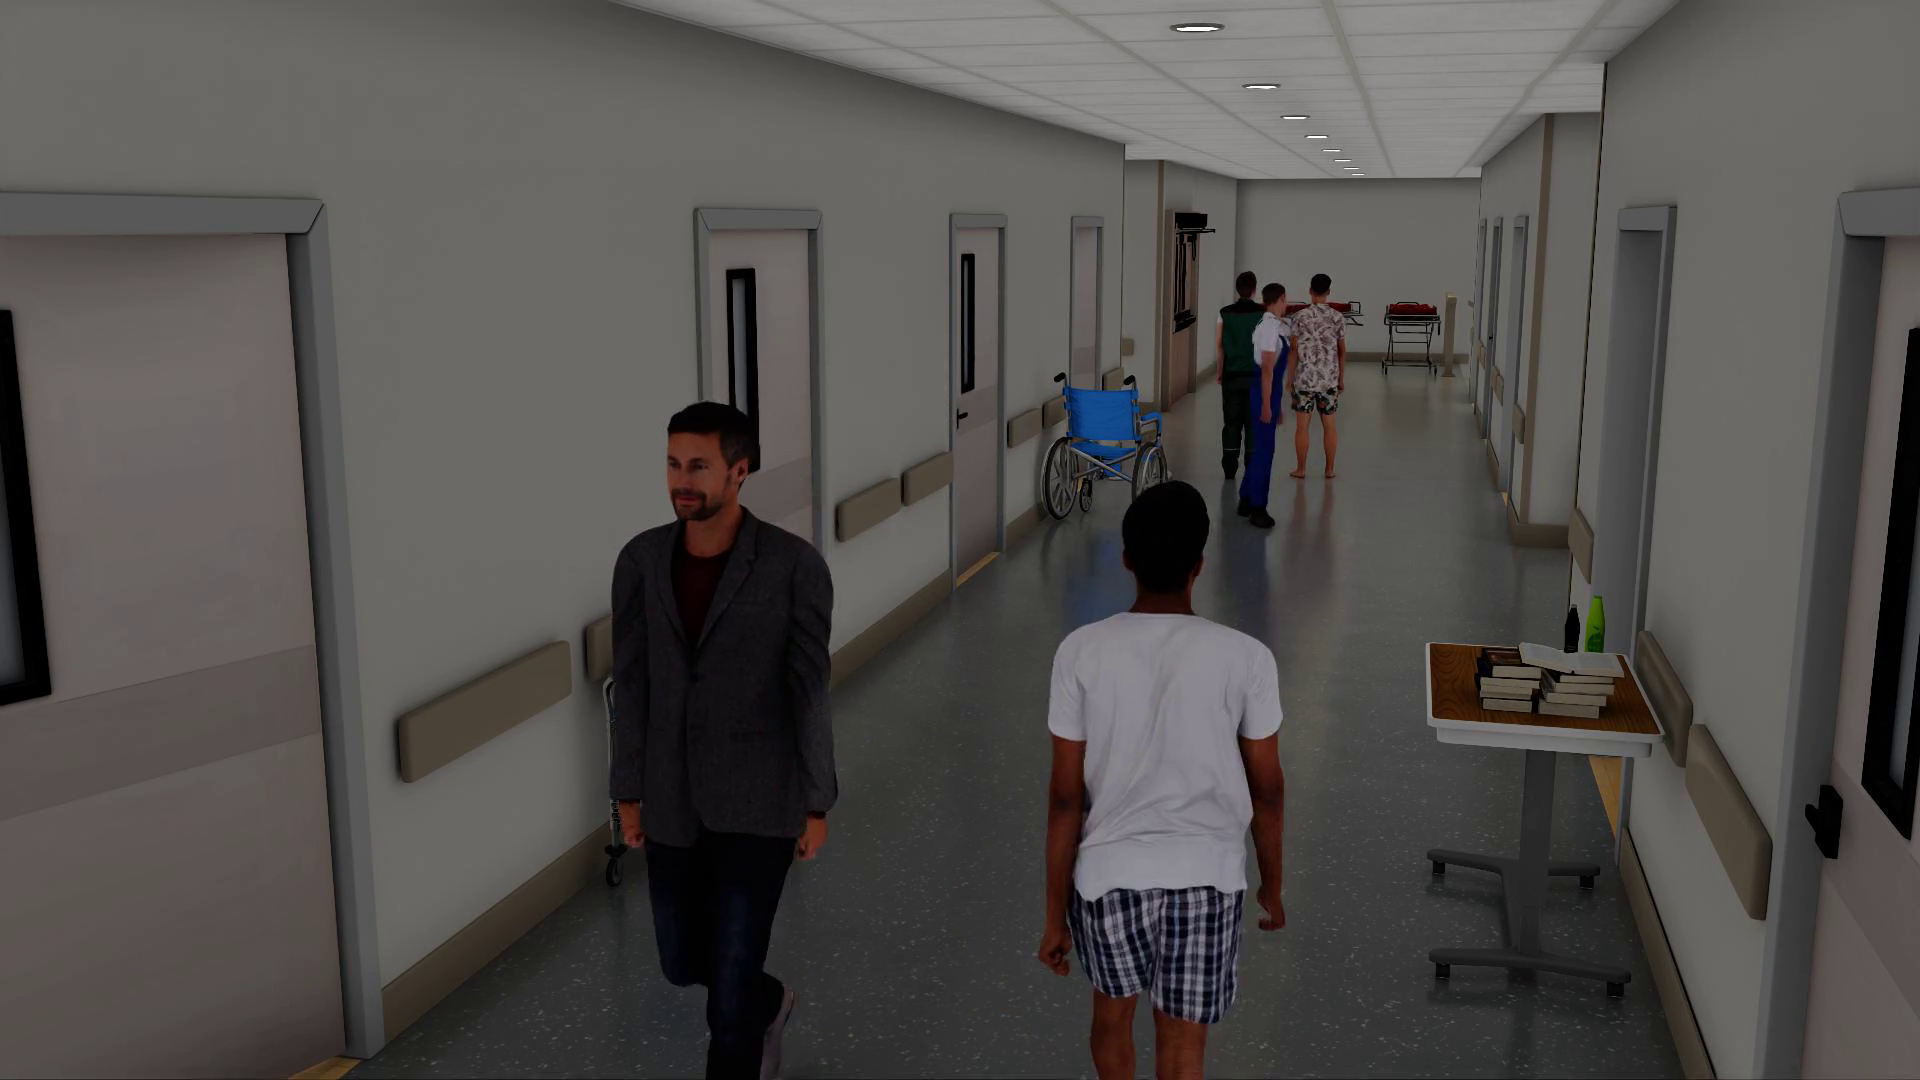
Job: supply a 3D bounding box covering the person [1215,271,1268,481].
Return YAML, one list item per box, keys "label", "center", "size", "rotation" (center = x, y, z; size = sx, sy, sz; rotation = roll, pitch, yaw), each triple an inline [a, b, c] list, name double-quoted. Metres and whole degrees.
- label: "person"
  center: [2.526, -1.465, 14.790]
  size: [0.664, 1.842, 0.594]
  rotation: [4, 12, 21]

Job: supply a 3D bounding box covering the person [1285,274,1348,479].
- label: "person"
  center: [3.190, -1.469, 14.893]
  size: [0.728, 1.815, 0.647]
  rotation: [0, 11, 0]

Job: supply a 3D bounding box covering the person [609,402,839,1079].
- label: "person"
  center: [-0.527, 0.608, 3.873]
  size: [0.726, 1.844, 1.138]
  rotation: [3, 11, 17]

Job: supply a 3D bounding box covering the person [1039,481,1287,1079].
- label: "person"
  center: [0.396, 0.771, 3.402]
  size: [0.628, 1.698, 0.989]
  rotation: [3, 11, 16]

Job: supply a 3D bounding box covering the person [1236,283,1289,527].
- label: "person"
  center: [2.296, -1.028, 12.585]
  size: [0.918, 1.810, 0.543]
  rotation: [5, 12, 24]
